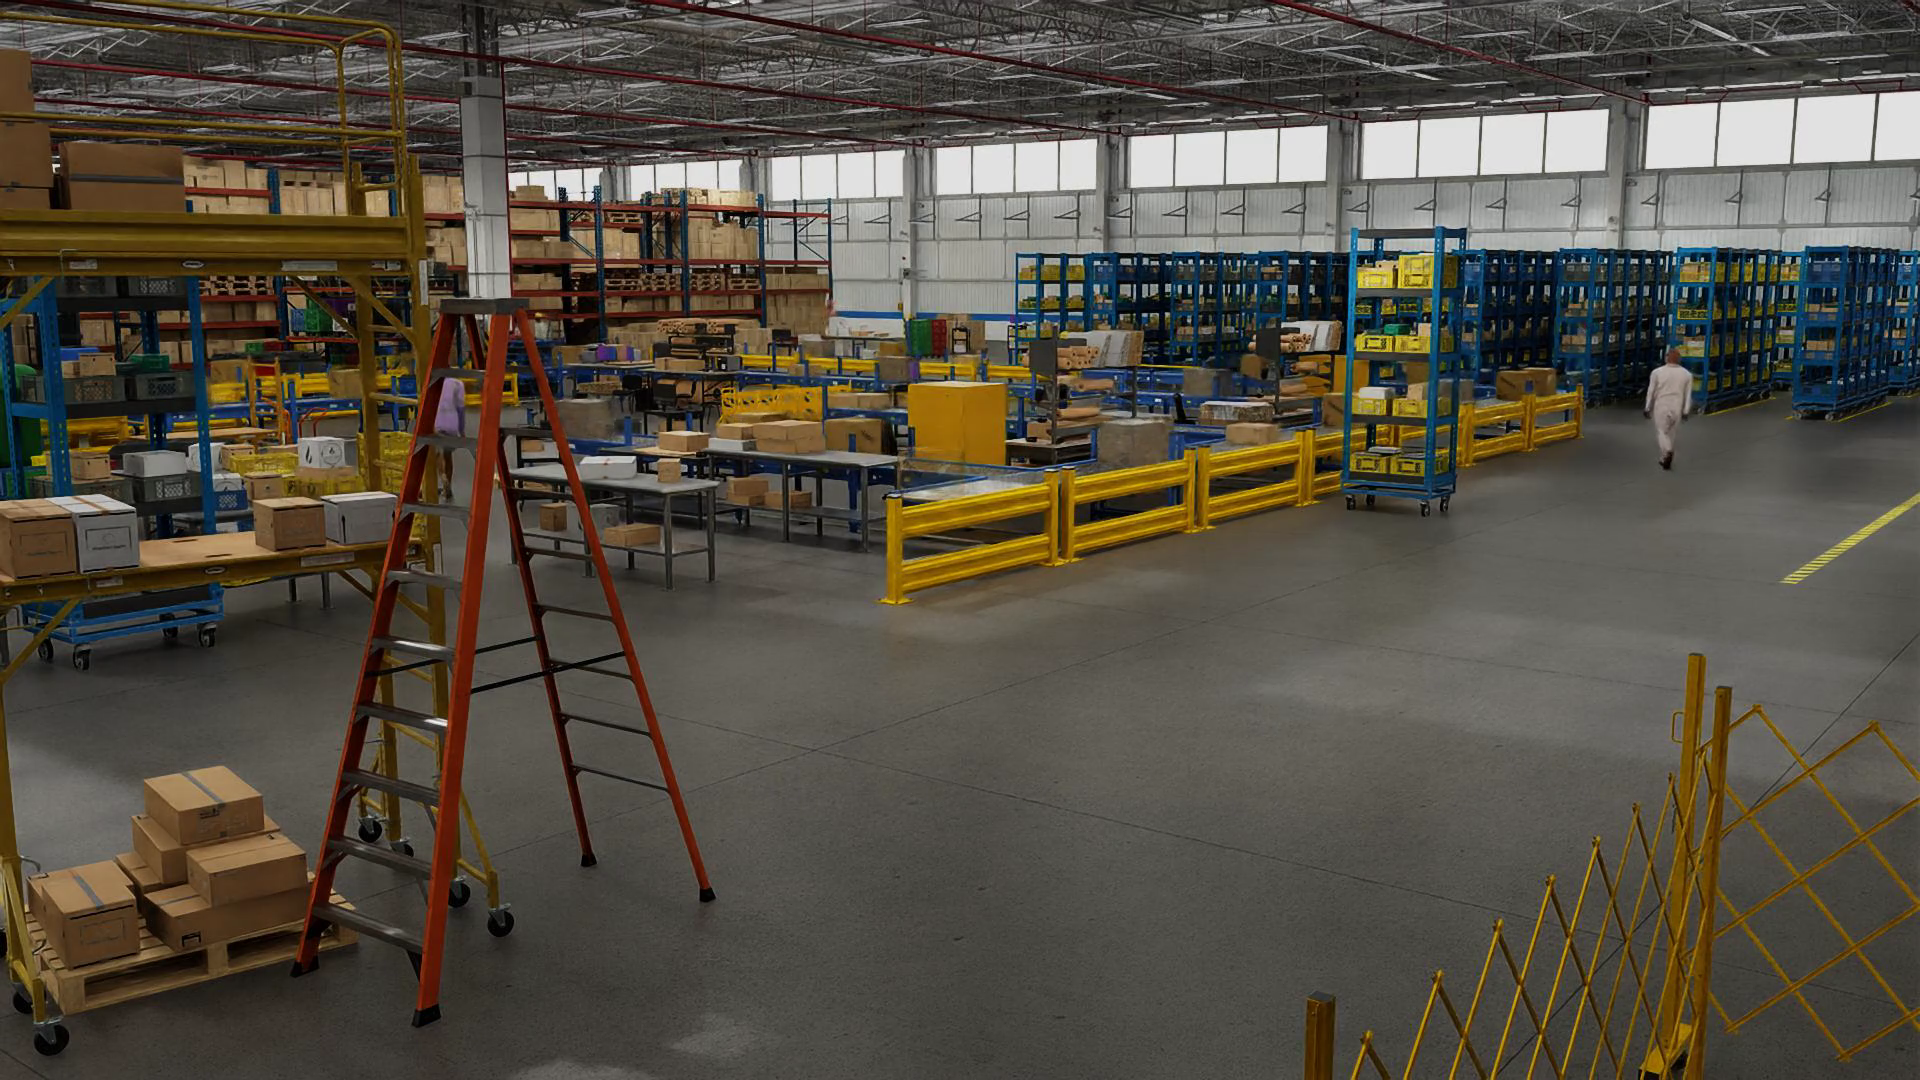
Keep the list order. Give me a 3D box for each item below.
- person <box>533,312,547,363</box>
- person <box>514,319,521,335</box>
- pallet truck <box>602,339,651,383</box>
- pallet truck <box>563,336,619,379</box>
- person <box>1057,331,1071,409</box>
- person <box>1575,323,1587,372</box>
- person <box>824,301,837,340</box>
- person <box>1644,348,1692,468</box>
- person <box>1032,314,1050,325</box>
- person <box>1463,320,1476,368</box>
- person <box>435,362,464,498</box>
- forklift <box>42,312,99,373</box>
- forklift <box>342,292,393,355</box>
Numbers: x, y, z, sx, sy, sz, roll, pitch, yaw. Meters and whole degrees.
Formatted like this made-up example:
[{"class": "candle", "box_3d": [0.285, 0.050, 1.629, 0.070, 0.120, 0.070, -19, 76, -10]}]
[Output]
[{"class": "person", "box_3d": [-14.004, -6.652, 55.063, 0.553, 1.737, 0.739, 7, 11, 36]}, {"class": "person", "box_3d": [-13.758, -6.008, 51.217, 0.548, 1.684, 0.468, 2, 9, 10]}, {"class": "pallet truck", "box_3d": [-8.991, -4.871, 45.351, 0.653, 1.274, 1.630, 7, 11, 37]}, {"class": "pallet truck", "box_3d": [-10.690, -5.294, 48.215, 1.601, 1.201, 0.680, -5, 10, -26]}, {"class": "person", "box_3d": [2.285, -3.703, 36.601, 0.308, 1.772, 0.525, 5, 11, 31]}, {"class": "person", "box_3d": [16.895, -5.115, 45.248, 0.476, 1.823, 0.607, 8, 12, 42]}, {"class": "person", "box_3d": [-5.176, -8.578, 66.511, 0.642, 1.939, 1.048, 8, 12, 39]}, {"class": "person", "box_3d": [11.061, -2.051, 25.945, 0.646, 1.878, 0.802, 0, 9, 1]}, {"class": "person", "box_3d": [2.516, -6.163, 51.390, 0.605, 1.951, 0.380, -2, 9, -10]}, {"class": "person", "box_3d": [14.510, -5.413, 47.182, 0.739, 1.808, 0.591, 5, 10, 29]}, {"class": "person", "box_3d": [-6.942, -1.536, 22.315, 0.613, 2.023, 0.787, -5, 10, -27]}, {"class": "forklift", "box_3d": [-23.779, -5.451, 44.052, 1.873, 2.768, 1.129, 7, 11, 36]}, {"class": "forklift", "box_3d": [-16.485, -5.622, 45.120, 1.129, 2.768, 1.873, 7, 11, 37]}]
